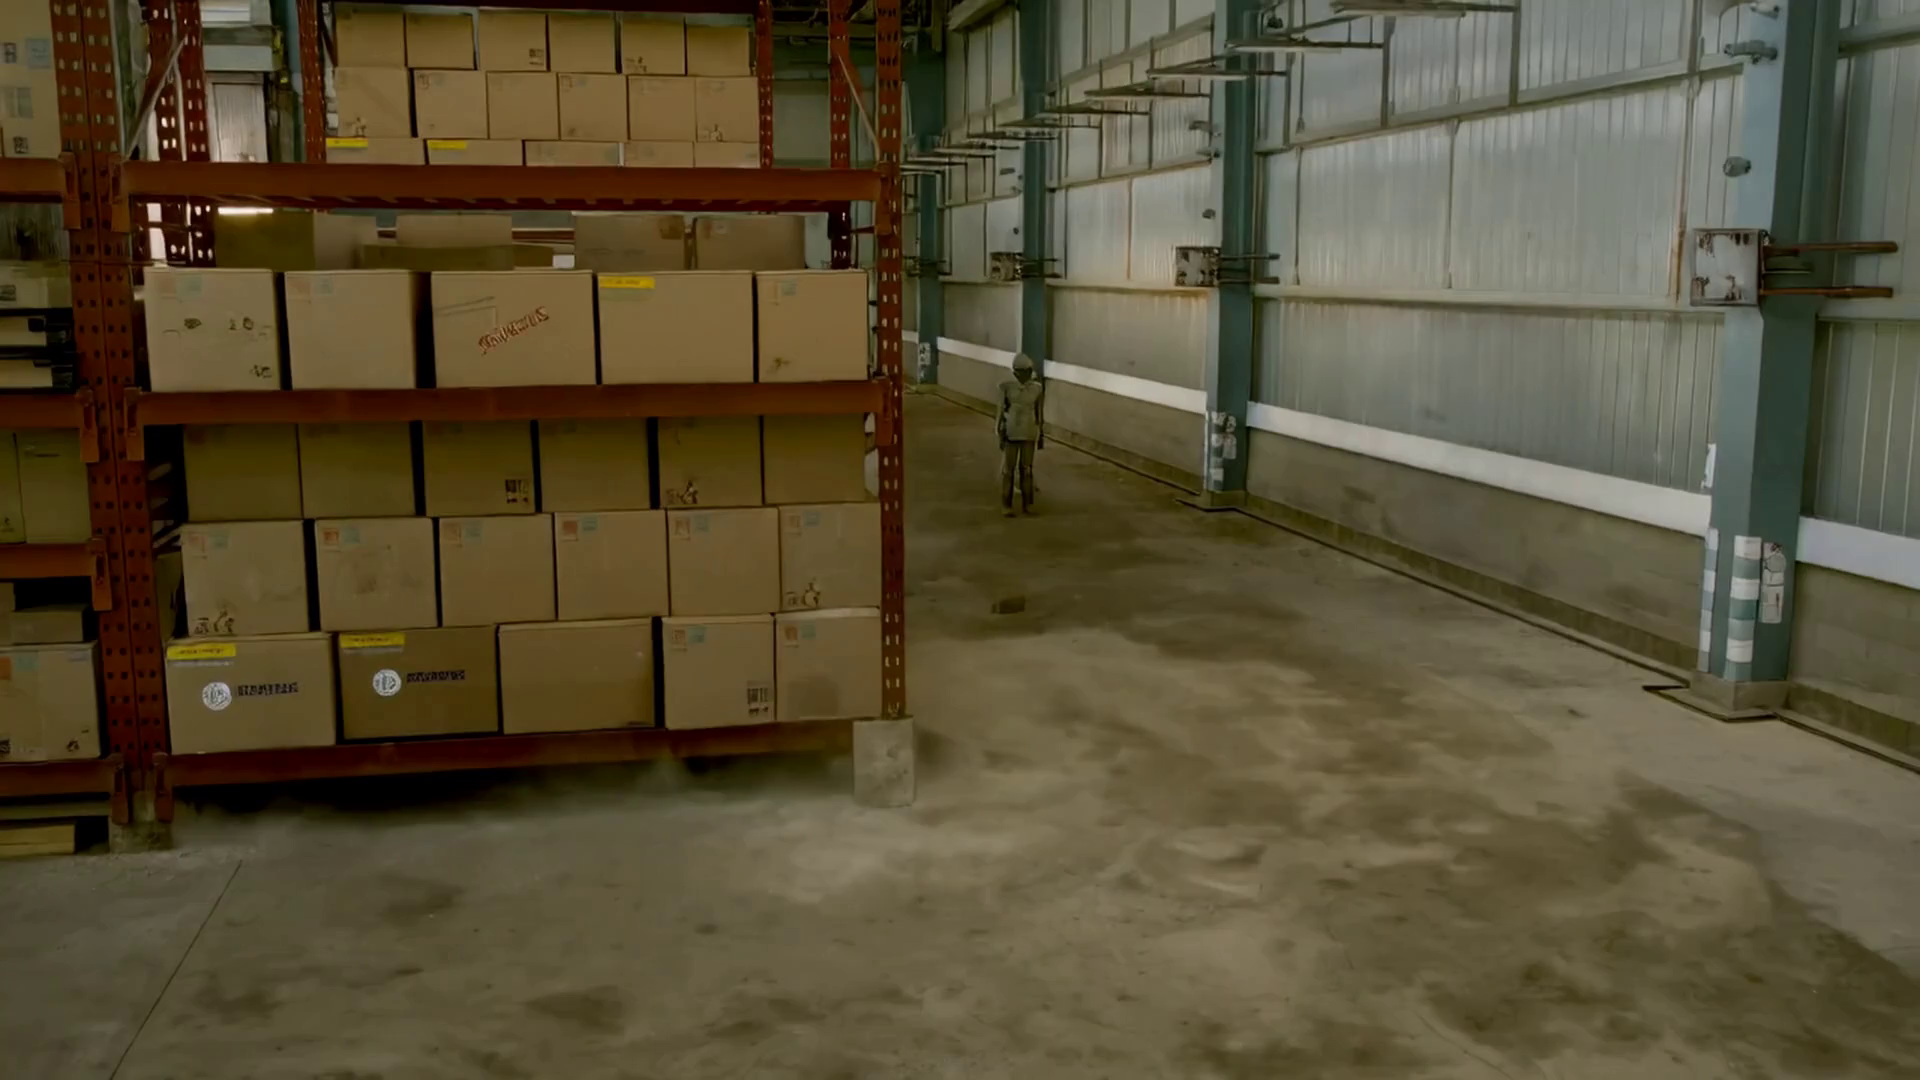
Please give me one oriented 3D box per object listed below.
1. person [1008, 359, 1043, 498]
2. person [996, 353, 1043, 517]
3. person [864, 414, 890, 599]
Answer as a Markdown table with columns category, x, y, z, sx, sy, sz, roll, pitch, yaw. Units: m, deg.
| category | x | y | z | sx | sy | sz | roll | pitch | yaw |
| --- | --- | --- | --- | --- | --- | --- | --- | --- | --- |
| person | 0.864 | -1.477 | 21.965 | 0.625 | 1.844 | 0.429 | -8 | 12 | -41 |
| person | 0.733 | -1.275 | 20.256 | 0.622 | 1.997 | 0.372 | -4 | 10 | -25 |
| person | -0.824 | -0.252 | 14.755 | 0.553 | 1.748 | 0.599 | -3 | 10 | -15 |
